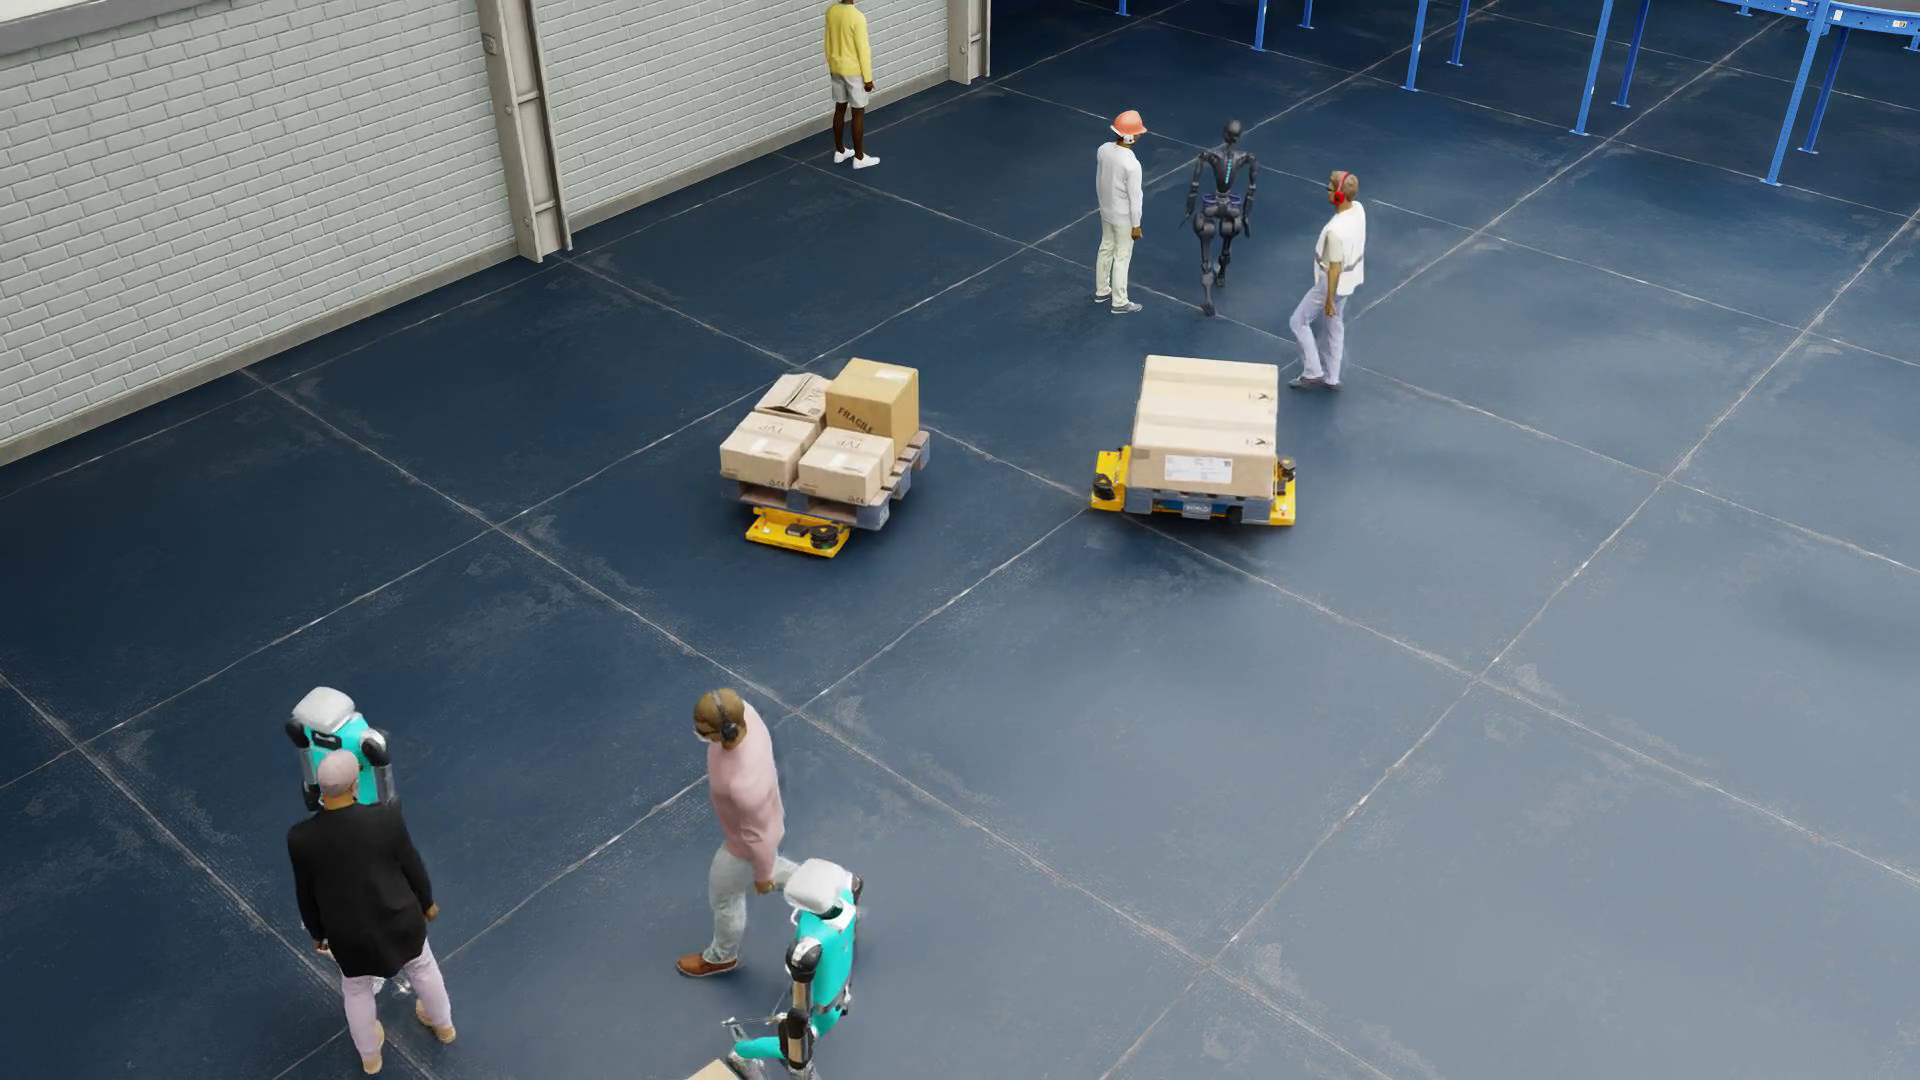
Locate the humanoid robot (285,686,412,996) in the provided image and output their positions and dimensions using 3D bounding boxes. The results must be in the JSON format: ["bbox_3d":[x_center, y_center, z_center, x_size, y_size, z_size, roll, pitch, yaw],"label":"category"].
[{"bbox_3d":[-2.953,1.557,7.947,0.530,1.796,0.678,12,37,16],"label":"humanoid robot"}]

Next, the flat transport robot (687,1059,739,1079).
[{"bbox_3d":[-1.051,3.140,6.978,1.431,0.231,0.659,21,41,27],"label":"flat transport robot"}]

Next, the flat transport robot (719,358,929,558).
[{"bbox_3d":[-0.934,-0.385,11.928,0.659,0.231,1.431,12,37,16],"label":"flat transport robot"}]

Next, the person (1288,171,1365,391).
[{"bbox_3d":[2.831,-1.985,12.831,0.522,1.828,0.575,22,41,28],"label":"person"}]

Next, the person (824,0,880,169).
[{"bbox_3d":[-1.099,-4.643,16.502,0.556,1.898,0.356,27,43,32],"label":"person"}]

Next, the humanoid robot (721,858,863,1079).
[{"bbox_3d":[-0.786,2.048,7.271,0.754,1.815,0.531,13,37,17],"label":"humanoid robot"}]

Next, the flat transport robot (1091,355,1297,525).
[{"bbox_3d":[1.689,-0.414,11.969,1.431,0.231,0.659,5,36,8],"label":"flat transport robot"}]

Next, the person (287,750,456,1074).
[{"bbox_3d":[-2.687,1.729,7.612,0.565,1.840,0.445,-9,36,-13],"label":"person"}]

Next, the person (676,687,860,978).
[{"bbox_3d":[-0.974,1.403,8.016,0.862,1.907,0.642,-4,36,-5],"label":"person"}]

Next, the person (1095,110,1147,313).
[{"bbox_3d":[1.363,-2.765,13.990,0.334,1.749,0.574,-18,39,-23],"label":"person"}]

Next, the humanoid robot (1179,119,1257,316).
[{"bbox_3d":[2.185,-2.787,14.138,0.611,1.618,0.805,-1,35,-1],"label":"humanoid robot"}]
